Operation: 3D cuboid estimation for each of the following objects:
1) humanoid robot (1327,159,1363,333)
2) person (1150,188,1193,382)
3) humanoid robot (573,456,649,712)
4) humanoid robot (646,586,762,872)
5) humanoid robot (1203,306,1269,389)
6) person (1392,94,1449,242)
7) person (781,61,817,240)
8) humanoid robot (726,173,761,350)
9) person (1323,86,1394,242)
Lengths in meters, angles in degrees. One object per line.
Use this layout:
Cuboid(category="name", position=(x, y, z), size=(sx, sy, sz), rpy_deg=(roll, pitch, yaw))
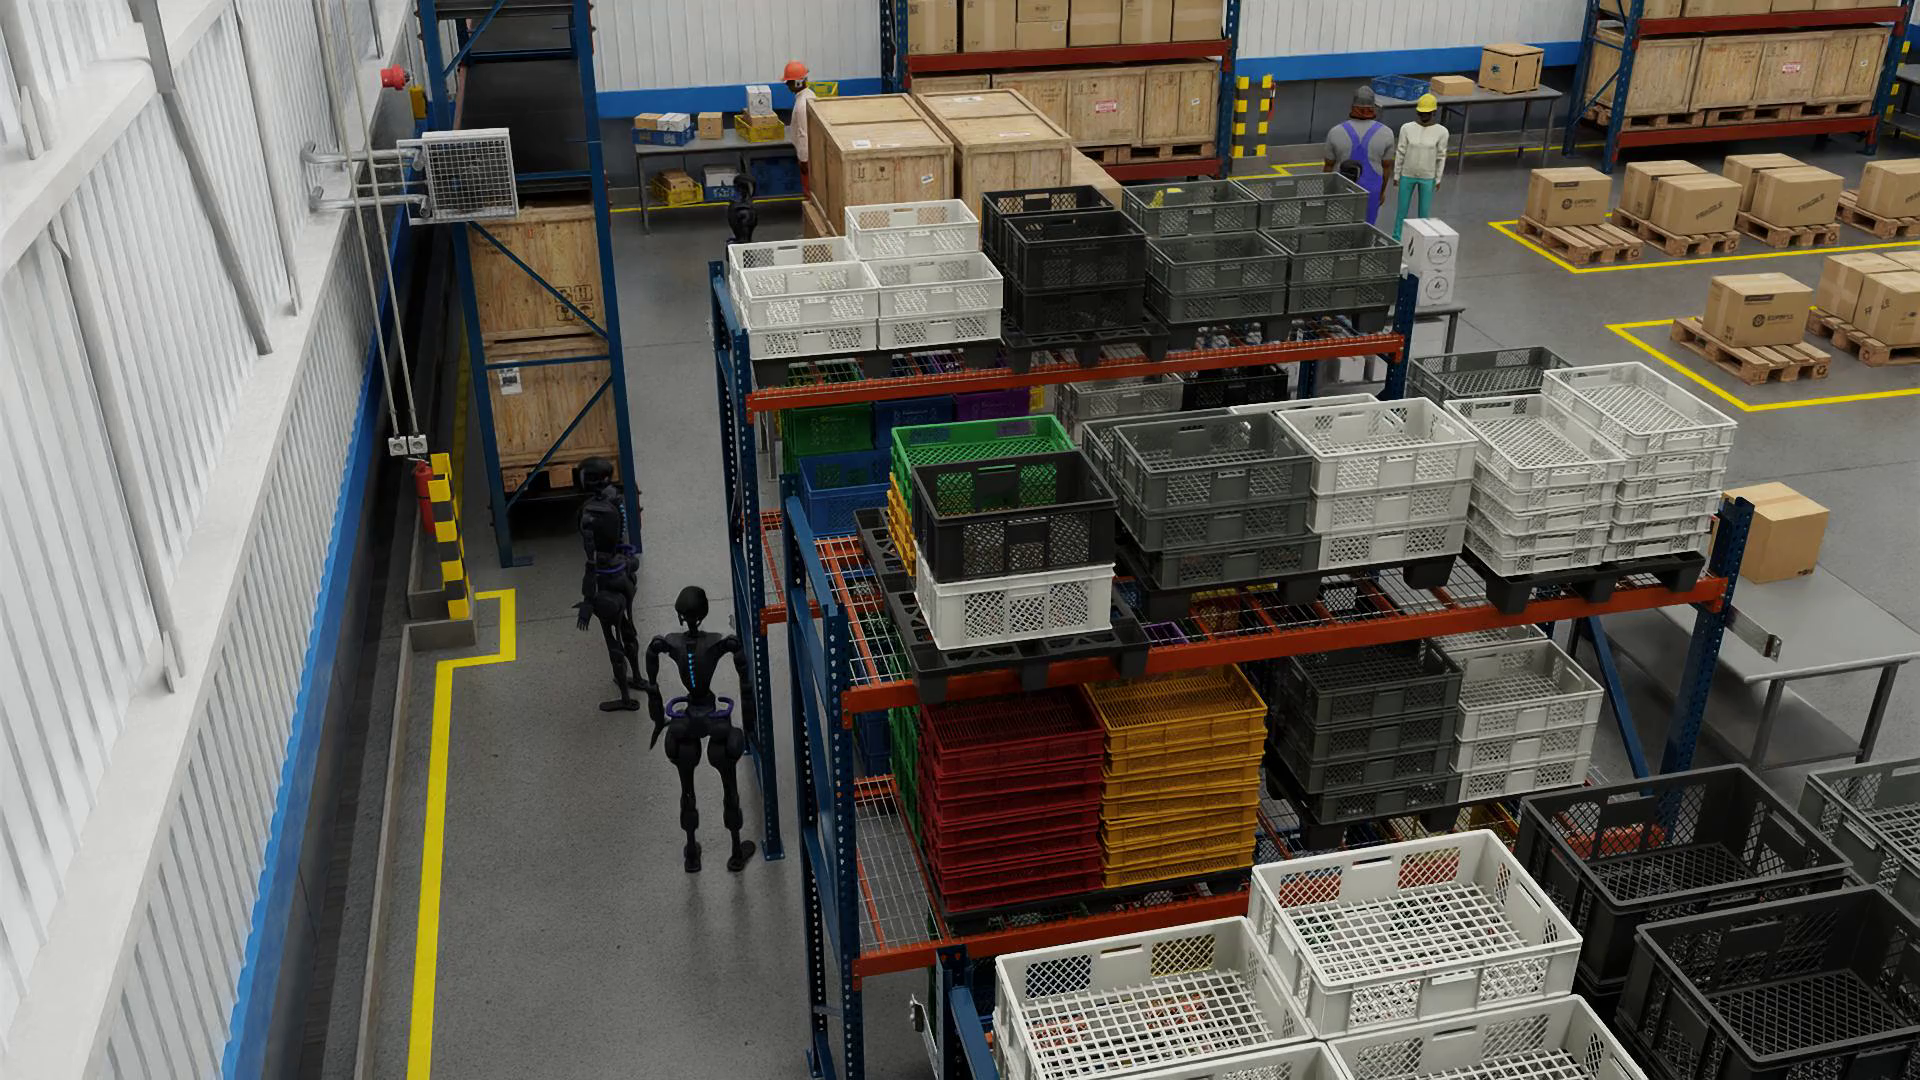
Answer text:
Cuboid(category="humanoid robot", position=(3.613, -2.811, 15.867), size=(0.339, 1.650, 0.573), rpy_deg=(-2, 28, -4))
Cuboid(category="person", position=(1.784, -2.099, 14.256), size=(0.379, 1.922, 0.586), rpy_deg=(-8, 29, -16))
Cuboid(category="humanoid robot", position=(-2.127, 0.253, 10.042), size=(0.327, 1.657, 0.586), rpy_deg=(4, 28, 8))
Cuboid(category="humanoid robot", position=(-1.338, 0.978, 8.665), size=(0.600, 1.657, 0.331), rpy_deg=(1, 28, 2))
Cuboid(category="humanoid robot", position=(2.178, -1.388, 13.167), size=(0.567, 1.653, 0.318), rpy_deg=(-7, 29, -14))
Cuboid(category="person", position=(4.909, -3.893, 17.825), size=(0.524, 1.768, 0.314), rpy_deg=(9, 29, 17))
Cuboid(category="person", position=(-1.721, -4.271, 18.327), size=(0.431, 1.977, 0.604), rpy_deg=(1, 28, 2))
Cuboid(category="humanoid robot", position=(-2.028, -2.604, 15.483), size=(0.359, 1.646, 0.593), rpy_deg=(-4, 28, -7))
Cuboid(category="person", position=(4.052, -3.636, 17.046), size=(0.680, 2.000, 0.536), rpy_deg=(6, 28, 12))
